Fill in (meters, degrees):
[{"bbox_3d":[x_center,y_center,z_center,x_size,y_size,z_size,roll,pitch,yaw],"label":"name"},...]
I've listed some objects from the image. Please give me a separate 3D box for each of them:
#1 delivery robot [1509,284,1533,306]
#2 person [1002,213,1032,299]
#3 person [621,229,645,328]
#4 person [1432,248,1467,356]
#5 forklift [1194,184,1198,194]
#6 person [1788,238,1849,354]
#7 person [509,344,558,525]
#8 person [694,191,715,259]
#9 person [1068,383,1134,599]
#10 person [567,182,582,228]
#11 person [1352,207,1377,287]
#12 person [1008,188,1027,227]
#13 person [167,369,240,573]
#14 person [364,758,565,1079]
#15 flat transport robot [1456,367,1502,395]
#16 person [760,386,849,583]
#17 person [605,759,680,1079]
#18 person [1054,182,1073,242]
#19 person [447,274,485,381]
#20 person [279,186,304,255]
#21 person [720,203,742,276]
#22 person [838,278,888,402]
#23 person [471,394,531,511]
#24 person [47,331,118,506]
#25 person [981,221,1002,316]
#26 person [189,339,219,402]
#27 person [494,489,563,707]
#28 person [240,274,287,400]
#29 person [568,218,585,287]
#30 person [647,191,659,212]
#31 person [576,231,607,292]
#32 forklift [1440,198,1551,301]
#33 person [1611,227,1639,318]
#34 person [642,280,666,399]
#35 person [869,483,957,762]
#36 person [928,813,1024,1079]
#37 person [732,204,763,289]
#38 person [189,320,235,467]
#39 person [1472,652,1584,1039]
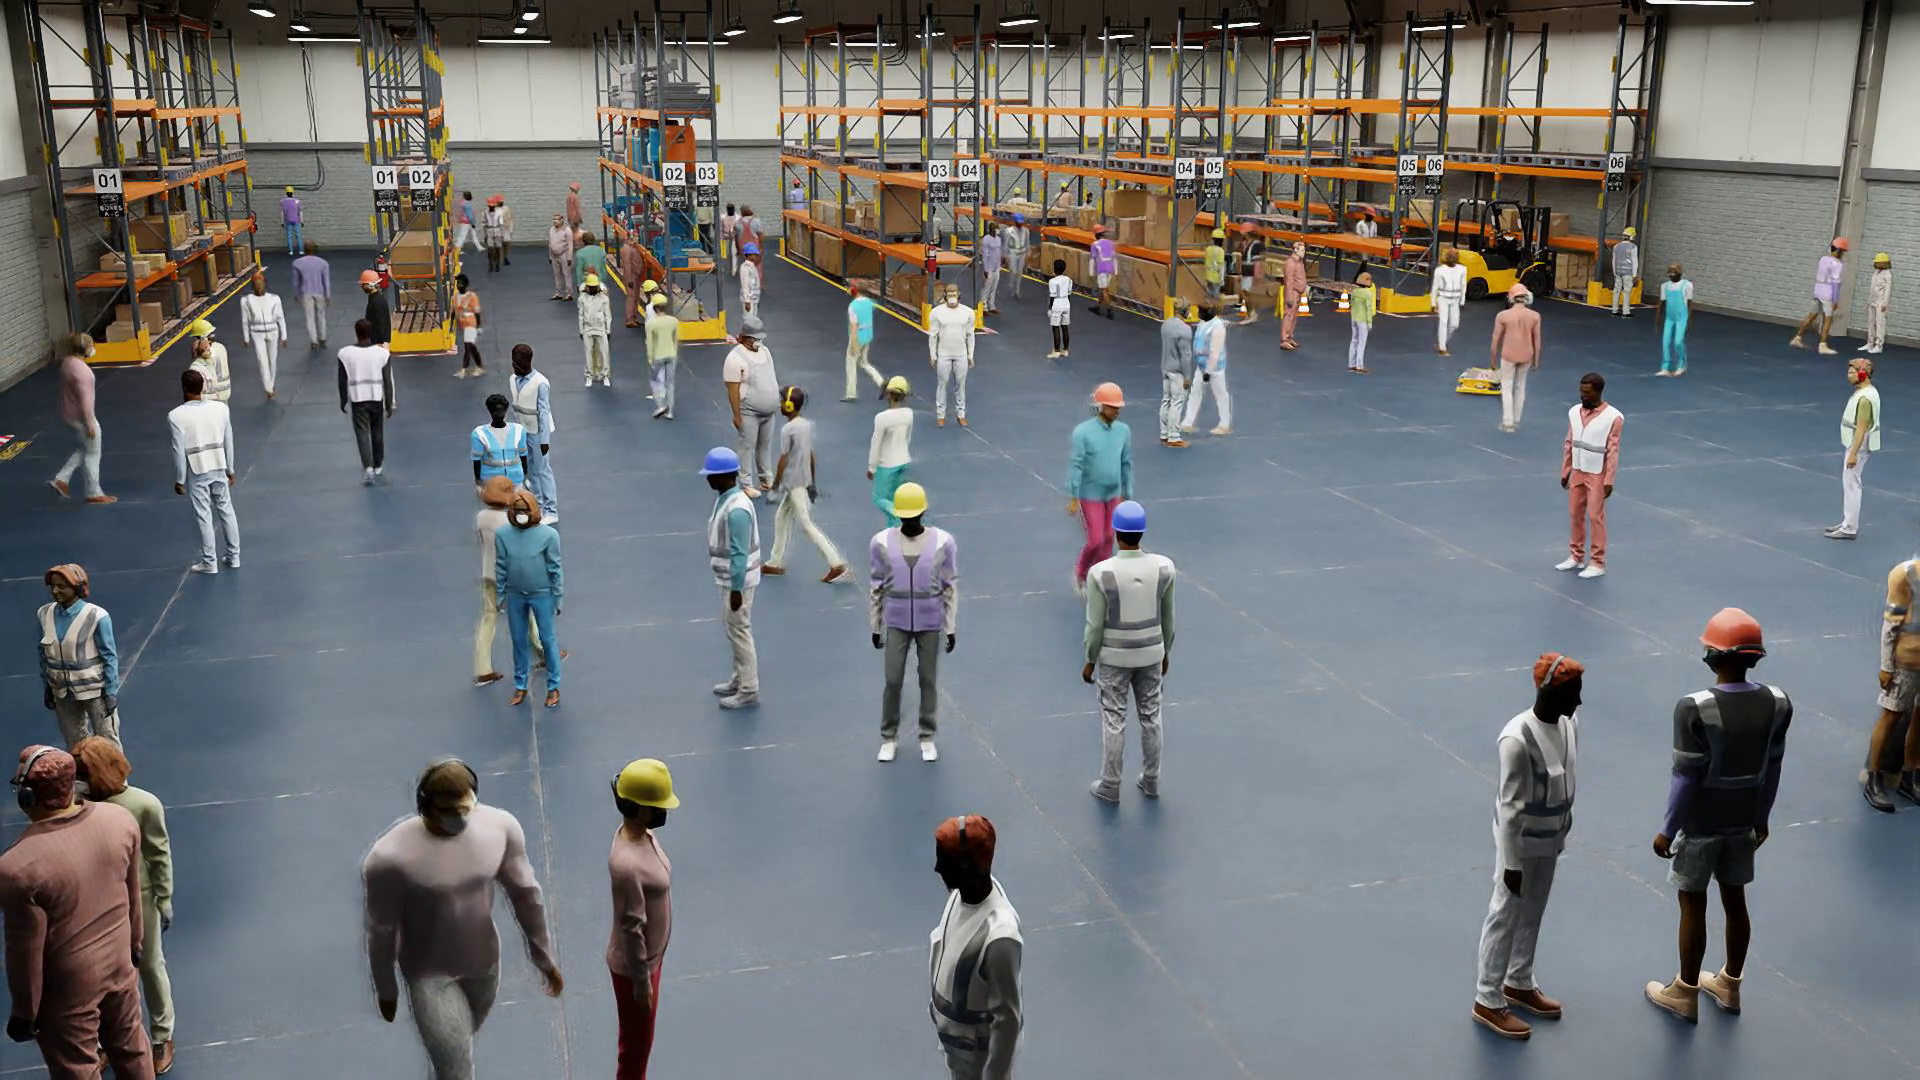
[{"bbox_3d":[11.760,-5.117,34.861,0.477,0.478,0.707,1,15,3],"label":"delivery robot"},{"bbox_3d":[1.277,-6.290,36.862,0.614,1.911,0.582,-7,17,-26],"label":"person"},{"bbox_3d":[-6.351,-5.090,32.374,0.403,1.900,0.642,1,15,4],"label":"person"},{"bbox_3d":[8.445,-4.128,28.795,0.610,1.871,0.492,-1,15,-6],"label":"person"},{"bbox_3d":[7.392,-11.333,53.972,1.873,2.768,1.129,-4,15,-15],"label":"forklift"},{"bbox_3d":[15.059,-4.268,29.066,0.620,2.011,0.849,-1,15,-4],"label":"person"},{"bbox_3d":[-4.454,-1.106,17.363,0.587,1.910,0.396,13,19,40],"label":"person"},{"bbox_3d":[-7.106,-8.811,46.237,0.679,1.967,0.454,9,17,31],"label":"person"},{"bbox_3d":[1.251,-0.402,14.559,0.631,1.974,0.434,-9,18,-31],"label":"person"},{"bbox_3d":[-11.247,-9.454,48.632,0.406,1.978,0.620,-10,18,-33],"label":"person"},{"bbox_3d":[9.568,-6.928,39.313,0.541,1.894,0.952,-5,16,-17],"label":"person"},{"bbox_3d":[1.674,-9.496,49.165,0.609,1.789,0.921,-3,15,-10],"label":"person"},{"bbox_3d":[-7.061,-0.636,15.570,0.386,1.917,0.591,10,18,34],"label":"person"},{"bbox_3d":[-1.956,1.747,6.643,0.969,1.883,0.659,14,20,43],"label":"person"},{"bbox_3d":[8.057,-2.448,25.542,0.652,0.197,1.431,7,16,23],"label":"flat transport robot"},{"bbox_3d":[-1.481,-0.507,15.266,0.979,1.831,0.520,3,15,12],"label":"person"},{"bbox_3d":[-1.302,1.743,6.923,0.328,1.760,0.524,-2,15,-6],"label":"person"},{"bbox_3d":[3.136,-9.957,50.679,0.609,1.899,0.598,-2,15,-7],"label":"person"},{"bbox_3d":[-7.859,-3.369,26.326,0.540,1.654,0.855,9,18,32],"label":"person"},{"bbox_3d":[-19.008,-9.081,47.326,0.594,1.925,0.377,-5,16,-19],"label":"person"},{"bbox_3d":[-5.749,-7.573,41.859,0.632,1.824,0.771,0,15,1],"label":"person"},{"bbox_3d":[-1.432,-2.897,24.241,0.690,1.824,0.567,8,17,28],"label":"person"},{"bbox_3d":[-4.298,-0.539,15.620,0.542,1.697,0.316,-8,17,-27],"label":"person"},{"bbox_3d":[-9.590,-1.298,18.050,0.563,1.920,0.650,-12,19,-39],"label":"person"},{"bbox_3d":[0.646,-5.553,34.052,0.383,1.931,0.630,9,17,31],"label":"person"},{"bbox_3d":[-8.842,-1.537,19.505,0.314,1.634,0.515,-1,15,-4],"label":"person"},{"bbox_3d":[-3.140,0.421,12.153,0.502,1.629,0.277,2,15,6],"label":"person"},{"bbox_3d":[-10.369,-3.051,24.797,0.584,1.849,0.935,-8,17,-29],"label":"person"},{"bbox_3d":[-9.079,-6.829,39.429,0.542,1.621,0.496,2,15,6],"label":"person"},{"bbox_3d":[-8.736,-8.888,46.765,0.634,1.841,0.429,10,18,33],"label":"person"},{"bbox_3d":[-6.951,-4.856,31.418,0.628,1.933,0.367,-13,19,-40],"label":"person"},{"bbox_3d":[11.913,-6.508,37.130,2.313,2.155,1.214,-4,15,-15],"label":"forklift"},{"bbox_3d":[13.505,-5.418,33.729,0.404,1.831,0.588,-8,17,-27],"label":"person"},{"bbox_3d":[-4.519,-2.965,24.639,0.337,1.759,0.525,3,15,13],"label":"person"},{"bbox_3d":[-0.315,0.547,11.124,0.589,1.918,0.387,1,15,2],"label":"person"},{"bbox_3d":[0.053,1.881,6.156,0.353,1.886,0.573,-4,15,-15],"label":"person"},{"bbox_3d":[-4.911,-6.801,38.528,0.696,2.000,0.627,-1,15,-3],"label":"person"},{"bbox_3d":[-8.905,-1.717,19.817,0.403,1.823,0.586,-2,15,-7],"label":"person"},{"bbox_3d":[2.710,1.427,7.877,0.574,1.881,0.338,-12,19,-39],"label":"person"}]
